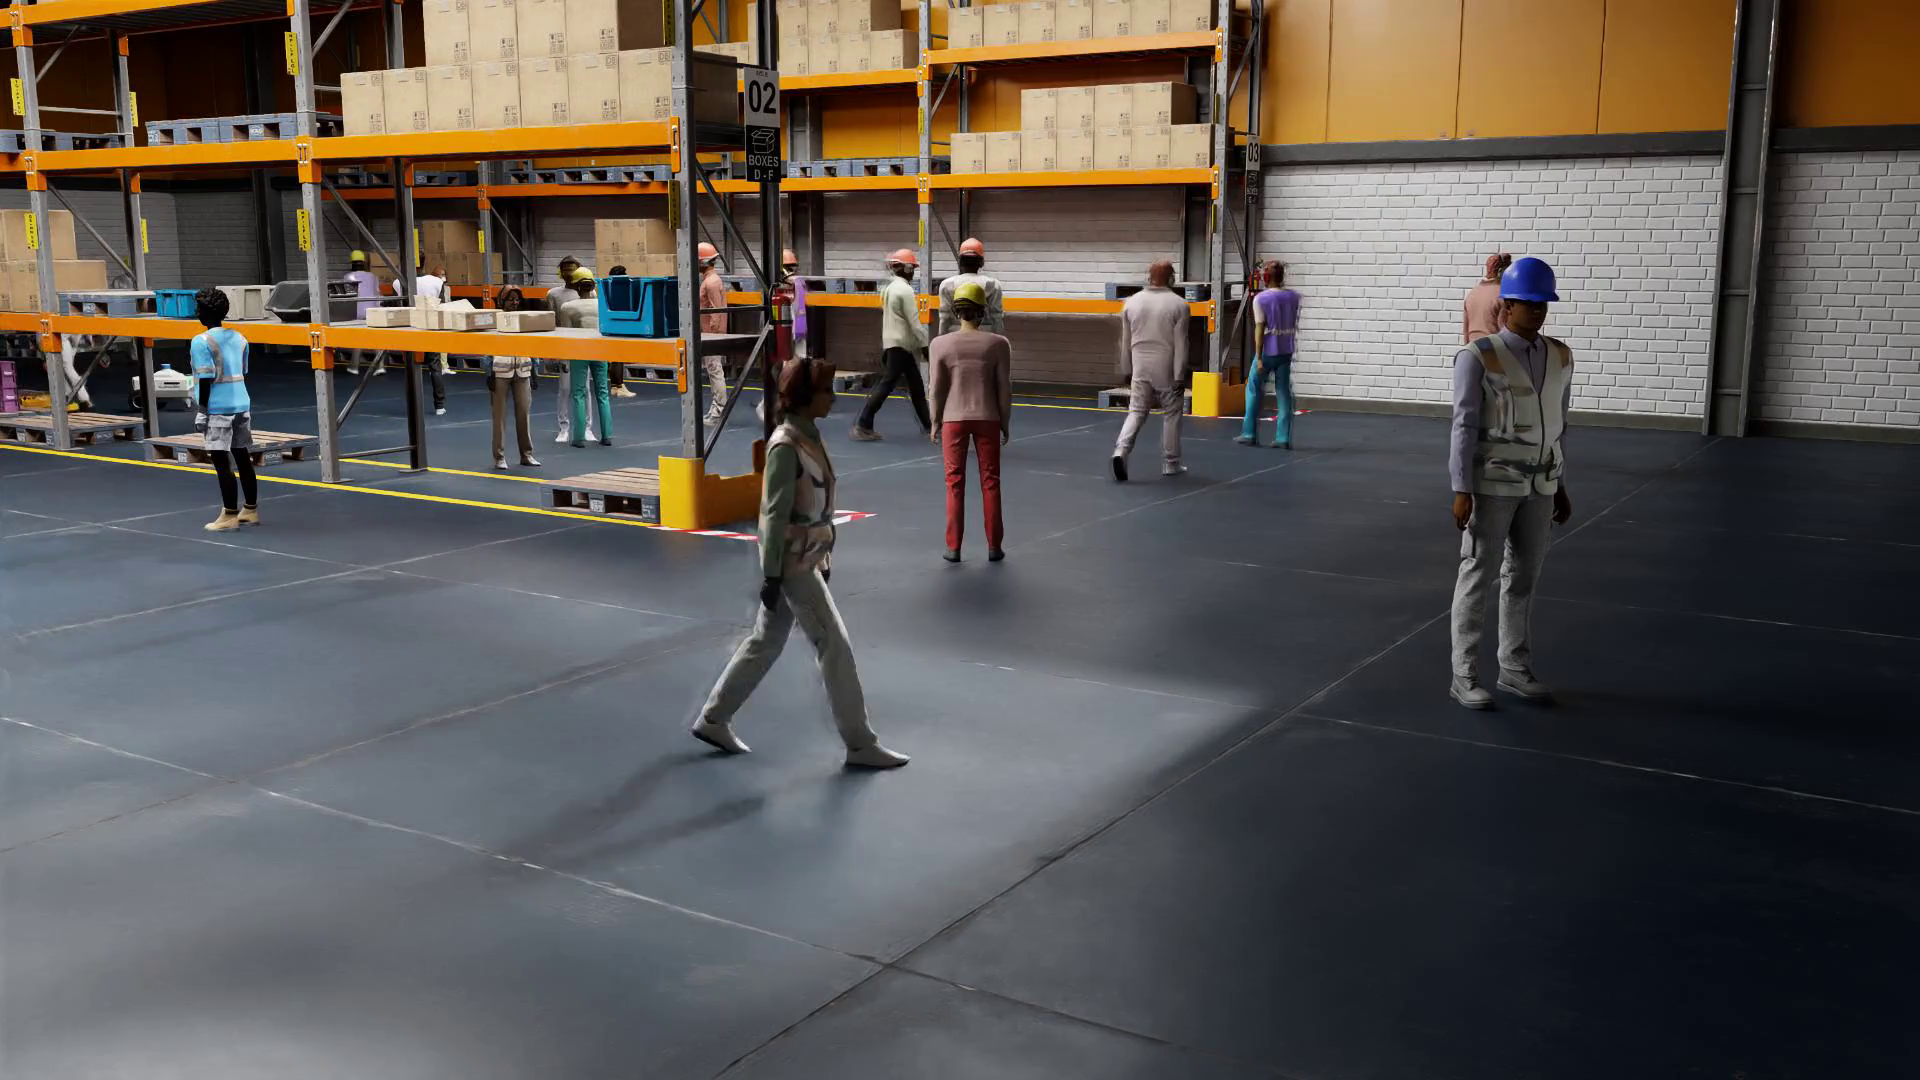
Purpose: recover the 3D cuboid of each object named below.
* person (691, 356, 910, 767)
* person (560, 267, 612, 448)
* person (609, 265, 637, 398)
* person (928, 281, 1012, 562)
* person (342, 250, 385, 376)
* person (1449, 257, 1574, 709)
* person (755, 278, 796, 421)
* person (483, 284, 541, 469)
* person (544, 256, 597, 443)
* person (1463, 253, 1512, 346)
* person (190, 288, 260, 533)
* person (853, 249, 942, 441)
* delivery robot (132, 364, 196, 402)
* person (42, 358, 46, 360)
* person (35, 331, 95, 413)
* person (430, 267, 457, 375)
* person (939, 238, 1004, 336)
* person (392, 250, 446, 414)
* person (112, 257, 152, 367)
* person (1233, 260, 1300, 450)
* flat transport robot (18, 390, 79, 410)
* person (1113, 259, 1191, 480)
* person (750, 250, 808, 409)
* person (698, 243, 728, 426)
[{"bbox_3d":[-0.661,0.085,6.408,0.862,1.592,0.523,0,10,3],"label":"person"},{"bbox_3d":[-3.663,-1.788,16.324,0.527,1.760,0.339,-6,12,-32],"label":"person"},{"bbox_3d":[-4.391,-2.685,21.457,0.320,1.698,0.531,-5,11,-25],"label":"person"},{"bbox_3d":[0.061,-0.737,10.480,0.526,1.765,0.330,-1,10,-3],"label":"person"},{"bbox_3d":[-8.888,-3.370,24.798,1.011,1.868,0.598,10,14,44],"label":"person"},{"bbox_3d":[2.399,-0.241,7.220,0.617,1.946,0.396,-4,11,-22],"label":"person"},{"bbox_3d":[-1.947,-2.025,18.008,0.368,1.616,0.516,3,11,18],"label":"person"},{"bbox_3d":[-3.987,-1.448,14.790,0.516,1.633,0.313,-7,13,-36],"label":"person"},{"bbox_3d":[-3.871,-1.896,16.673,0.623,1.861,0.341,-3,11,-16],"label":"person"},{"bbox_3d":[4.771,-1.601,14.875,0.399,1.908,0.643,-3,11,-18],"label":"person"},{"bbox_3d":[-5.134,-0.900,11.571,0.317,1.695,0.540,2,10,10],"label":"person"},{"bbox_3d":[-0.613,-1.974,16.850,1.048,1.944,0.619,-2,11,-14],"label":"person"},{"bbox_3d":[-9.374,-1.837,19.667,0.707,0.478,0.477,-1,10,-2],"label":"delivery robot"},{"bbox_3d":[-15.311,-3.812,27.905,0.501,1.628,0.265,9,13,40],"label":"person"},{"bbox_3d":[-10.293,-2.366,19.169,0.966,1.903,0.652,6,12,30],"label":"person"},{"bbox_3d":[-7.813,-3.286,24.998,0.285,1.626,0.493,4,11,23],"label":"person"},{"bbox_3d":[0.109,-1.845,15.855,0.614,2.038,0.396,1,10,3],"label":"person"},{"bbox_3d":[-6.237,-2.398,19.256,0.587,1.920,0.391,-5,11,-25],"label":"person"},{"bbox_3d":[-13.005,-3.582,26.170,0.874,1.803,0.600,8,13,37],"label":"person"},{"bbox_3d":[3.001,-1.806,16.257,0.577,1.817,0.791,-5,11,-25],"label":"person"},{"bbox_3d":[-11.111,-1.635,19.596,1.431,0.197,0.652,6,12,31],"label":"flat transport robot"},{"bbox_3d":[1.626,-1.446,14.125,0.654,1.875,0.921,7,12,34],"label":"person"},{"bbox_3d":[-2.098,-2.449,19.586,0.909,1.897,0.576,2,10,11],"label":"person"},{"bbox_3d":[-2.743,-2.247,18.212,0.394,1.990,0.622,-2,10,-10],"label":"person"}]
